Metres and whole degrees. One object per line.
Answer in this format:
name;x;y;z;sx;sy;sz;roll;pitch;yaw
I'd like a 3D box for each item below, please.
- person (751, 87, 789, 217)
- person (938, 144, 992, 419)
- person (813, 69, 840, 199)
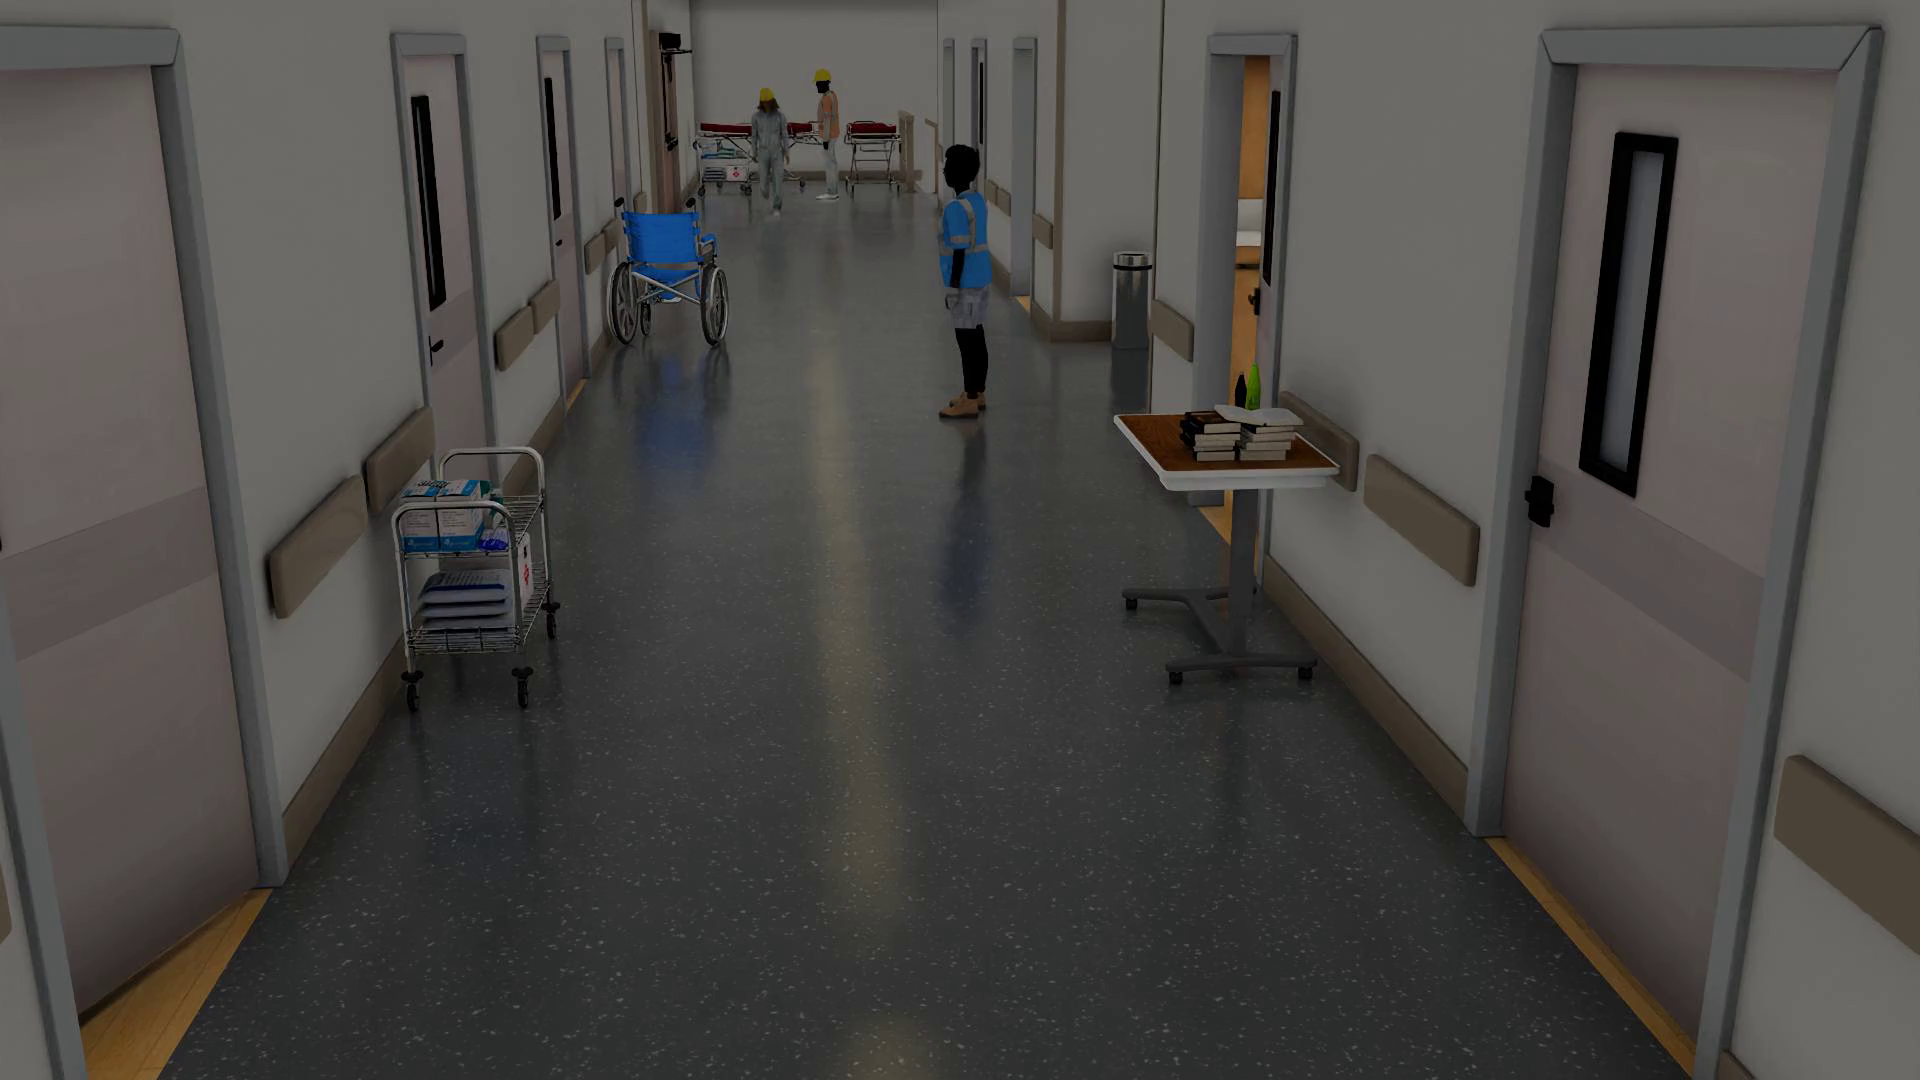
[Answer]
person;-2.576;-5.287;22.665;0.509;1.721;0.549;0;17;0
person;0.028;-1.608;10.411;0.322;1.697;0.534;5;17;16
person;-2.014;-6.108;25.081;0.393;1.918;0.585;1;17;2
